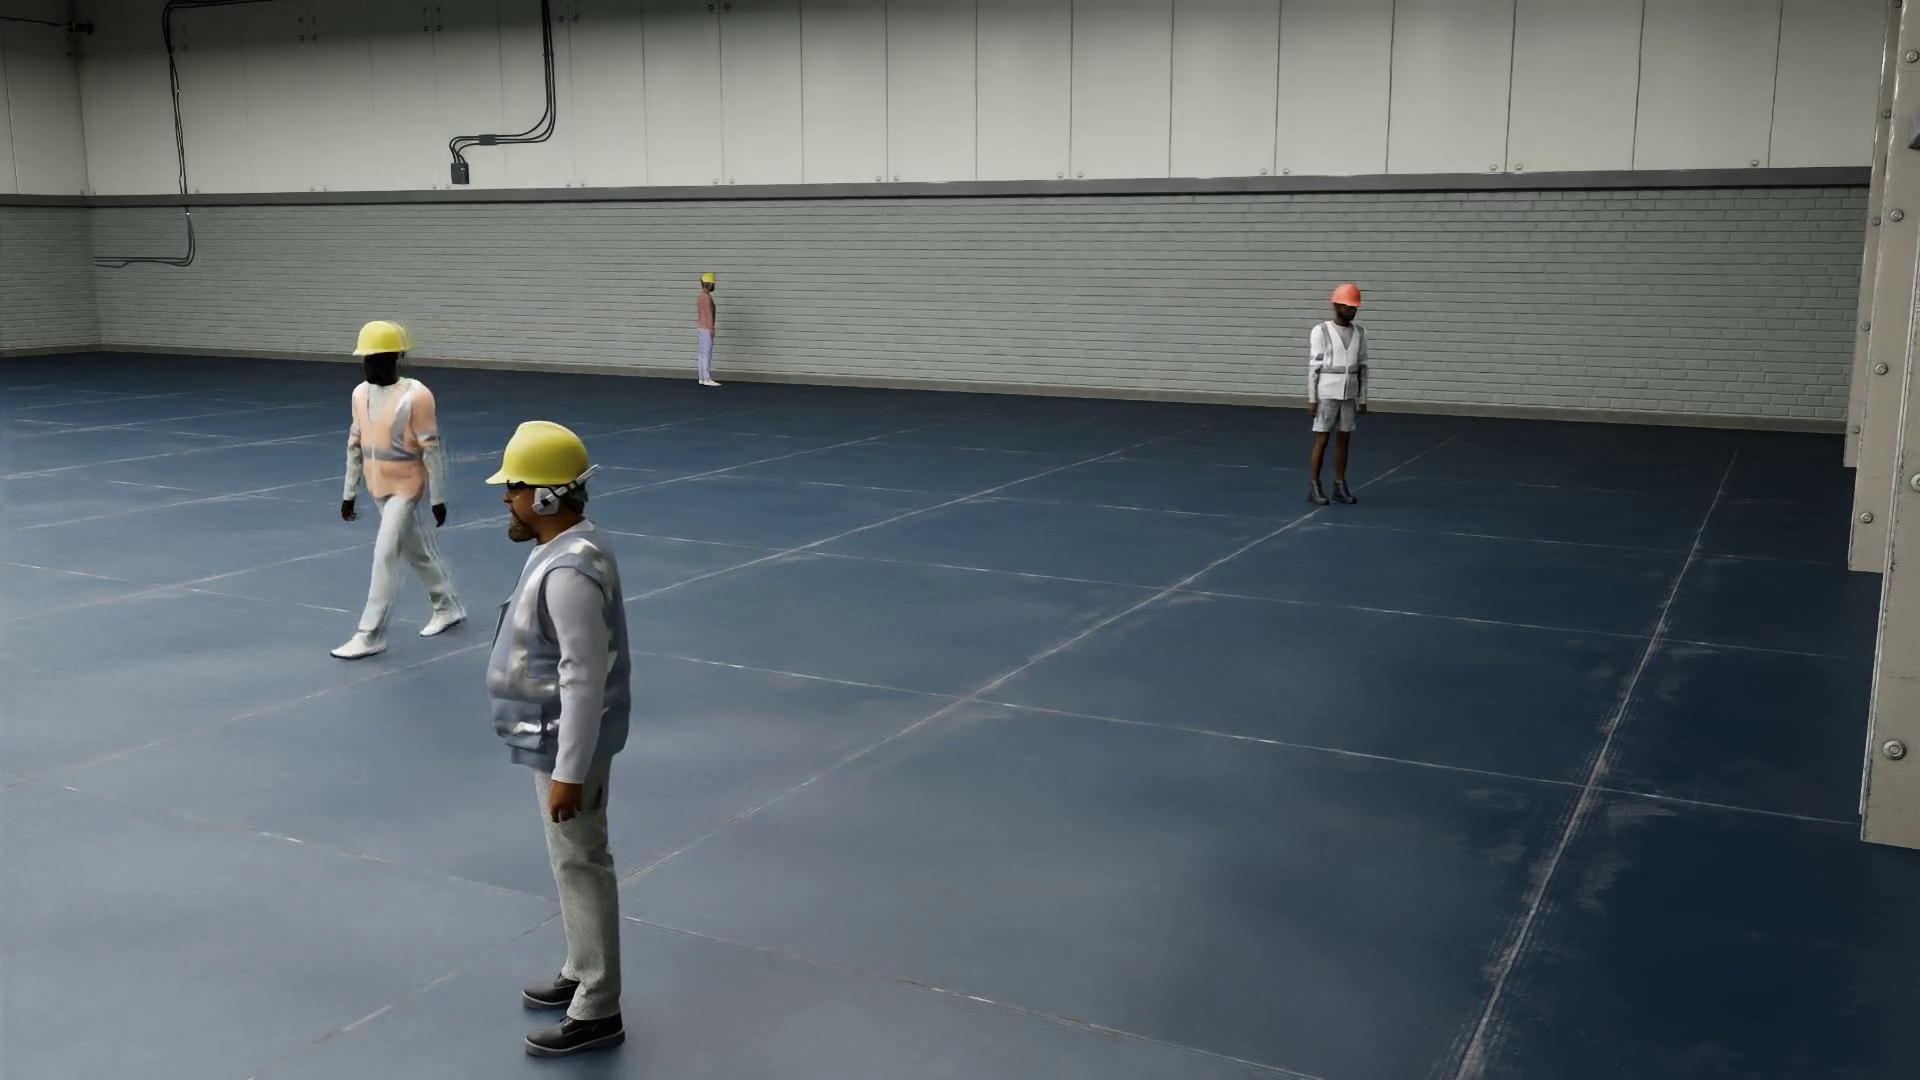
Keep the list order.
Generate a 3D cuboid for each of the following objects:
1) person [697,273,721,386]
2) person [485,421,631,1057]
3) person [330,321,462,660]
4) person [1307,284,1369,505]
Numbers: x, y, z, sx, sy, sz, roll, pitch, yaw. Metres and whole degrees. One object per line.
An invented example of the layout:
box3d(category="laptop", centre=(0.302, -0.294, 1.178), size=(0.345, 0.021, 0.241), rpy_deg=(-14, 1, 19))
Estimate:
box3d(category="person", centre=(-3.948, -3.294, 26.075), size=(0.327, 1.761, 0.522), rpy_deg=(-5, 11, -24))
box3d(category="person", centre=(-1.153, 0.568, 4.816), size=(0.404, 1.830, 0.601), rpy_deg=(-3, 11, -14))
box3d(category="person", centre=(-3.230, -0.309, 9.483), size=(0.607, 1.877, 0.985), rpy_deg=(6, 12, 32))
box3d(category="person", centre=(3.319, -1.265, 14.538), size=(0.564, 1.930, 0.390), rpy_deg=(-3, 11, -17))
